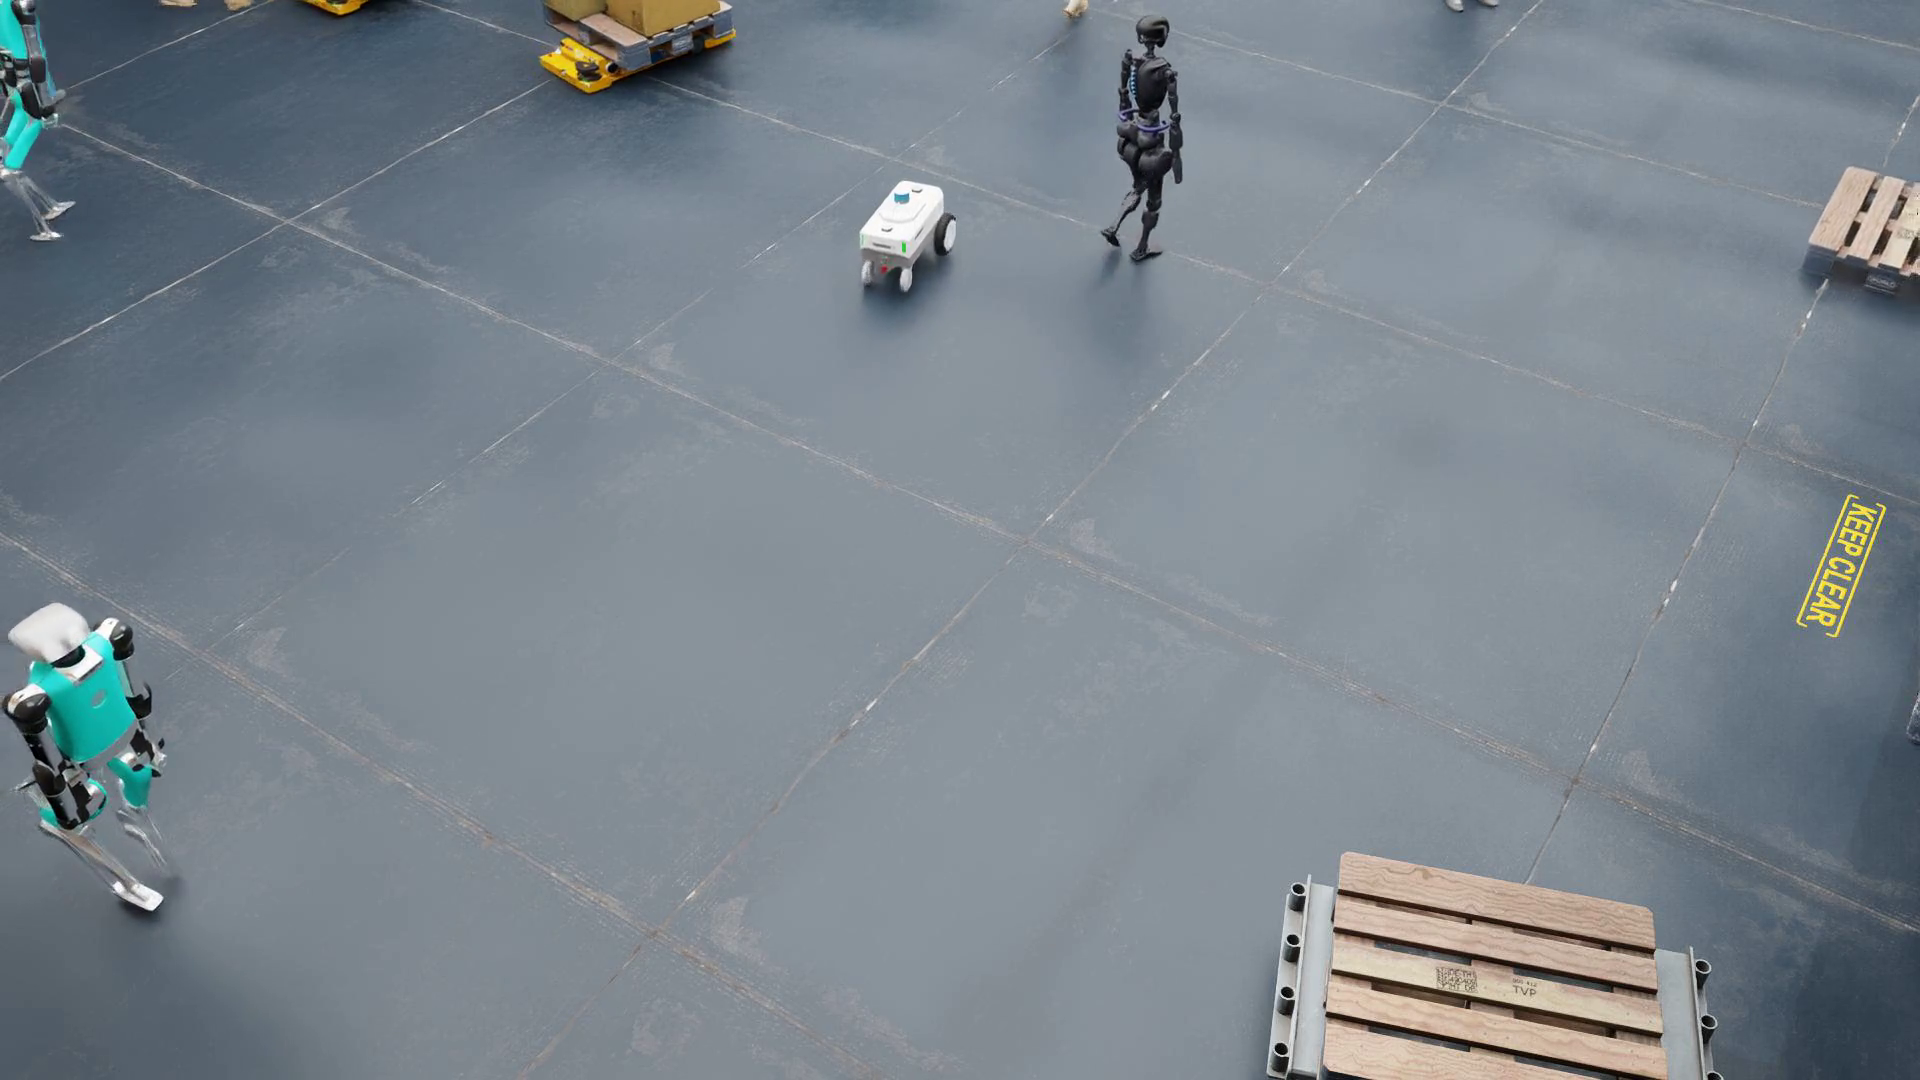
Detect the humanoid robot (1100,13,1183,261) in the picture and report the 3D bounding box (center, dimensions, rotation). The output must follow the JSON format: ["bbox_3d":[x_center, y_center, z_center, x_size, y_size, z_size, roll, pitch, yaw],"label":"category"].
[{"bbox_3d":[1.155,-2.526,10.545,0.437,1.642,0.595,-26,48,-26],"label":"humanoid robot"}]

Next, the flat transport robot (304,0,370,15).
[{"bbox_3d":[-4.955,-4.901,14.263,0.659,0.231,1.431,27,48,27],"label":"flat transport robot"}]

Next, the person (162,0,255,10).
[{"bbox_3d":[-6.310,-5.126,13.441,0.843,1.705,0.475,-3,42,-3],"label":"person"}]

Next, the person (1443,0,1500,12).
[{"bbox_3d":[4.312,-5.222,13.387,0.569,1.927,0.468,-12,43,-14],"label":"person"}]

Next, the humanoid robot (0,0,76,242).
[{"bbox_3d":[-6.234,-2.808,10.834,0.568,1.785,0.833,33,51,31],"label":"humanoid robot"}]

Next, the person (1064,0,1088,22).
[{"bbox_3d":[0.966,-4.994,13.184,0.499,1.849,0.558,15,44,16],"label":"person"}]

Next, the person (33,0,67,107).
[{"bbox_3d":[-6.952,-4.031,12.123,0.578,1.827,0.483,1,42,1],"label":"person"}]

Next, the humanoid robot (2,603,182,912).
[{"bbox_3d":[-3.533,0.938,6.703,0.746,1.887,0.538,17,44,18],"label":"humanoid robot"}]

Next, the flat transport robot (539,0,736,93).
[{"bbox_3d":[-2.553,-3.953,13.203,1.431,0.231,0.659,-32,51,-31],"label":"flat transport robot"}]

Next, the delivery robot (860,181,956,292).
[{"bbox_3d":[-0.365,-2.022,10.840,0.499,0.611,0.809,14,44,15],"label":"delivery robot"}]
